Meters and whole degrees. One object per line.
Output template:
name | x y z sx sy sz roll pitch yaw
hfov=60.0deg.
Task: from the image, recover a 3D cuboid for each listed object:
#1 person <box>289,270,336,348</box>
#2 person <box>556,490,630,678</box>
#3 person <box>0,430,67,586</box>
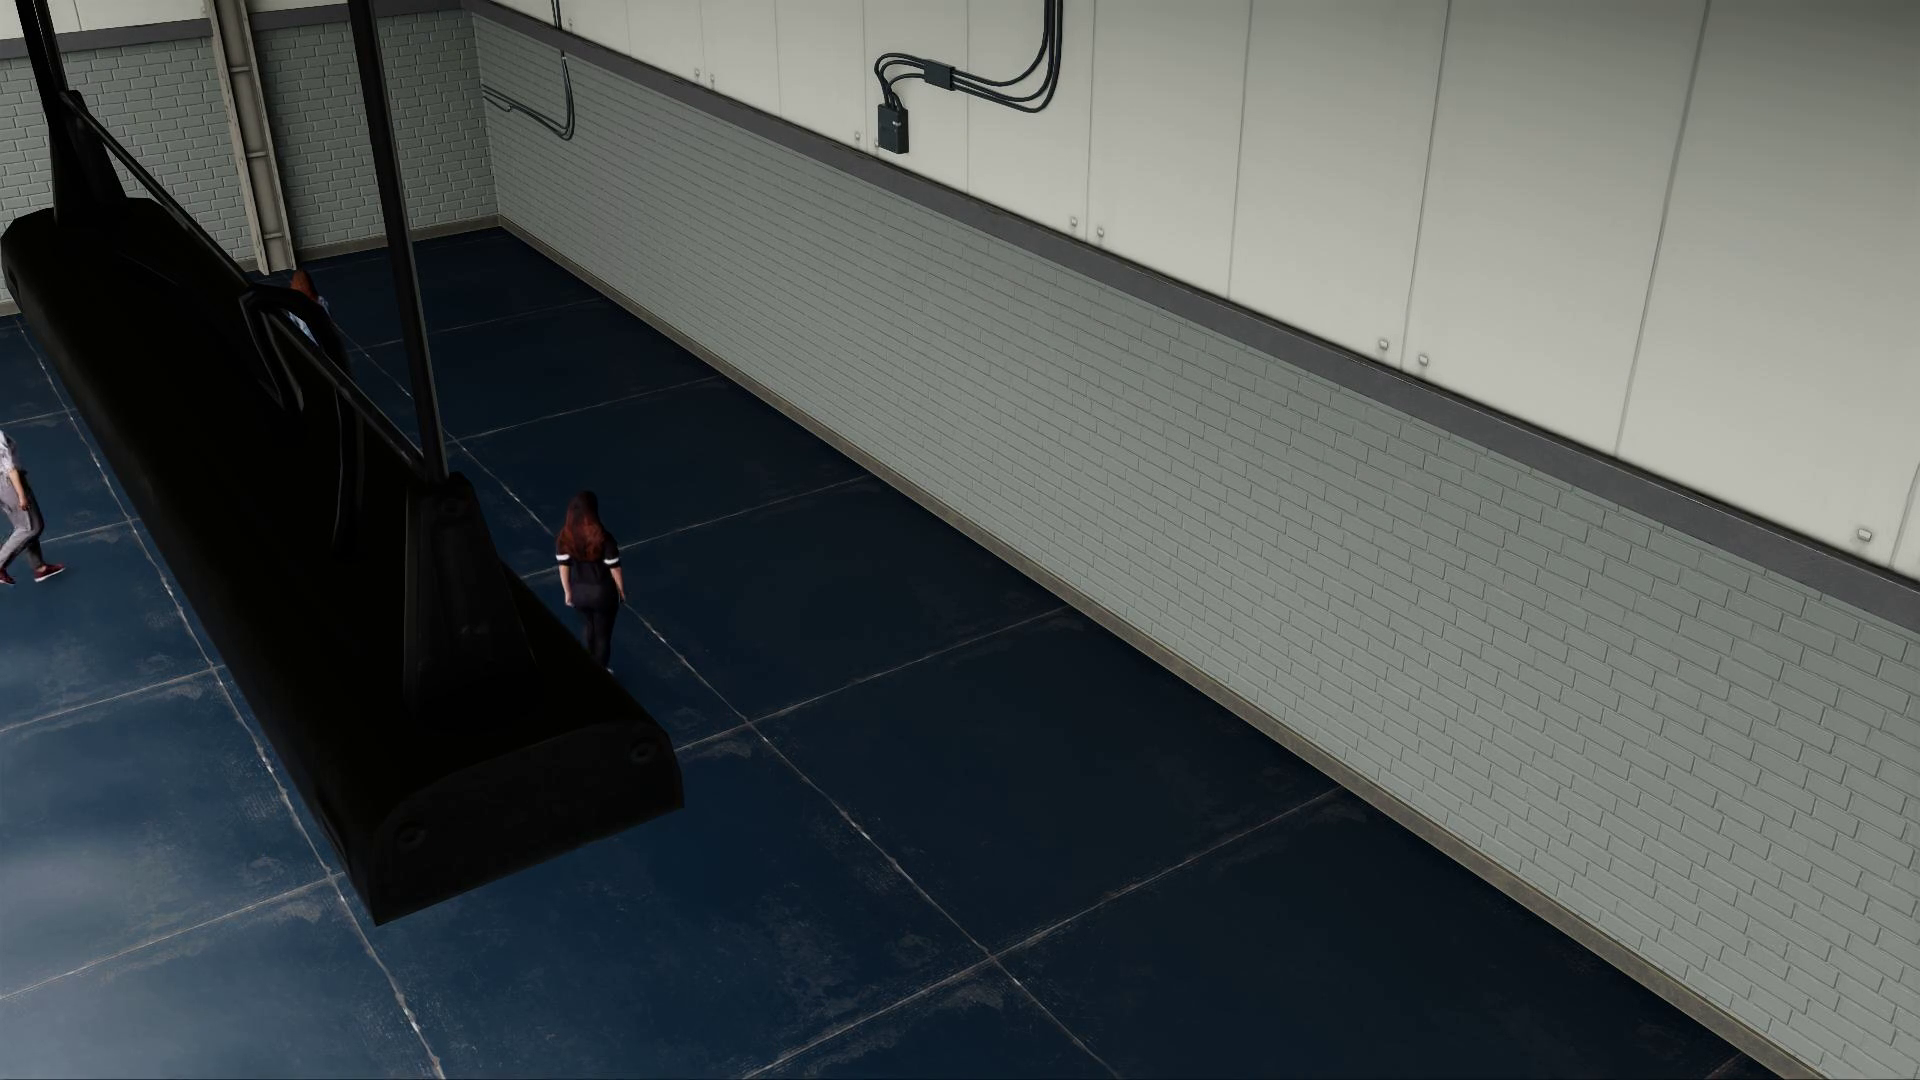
person | -6.481 -1.995 16.711 0.543 1.478 0.684 -7 29 -14
person | -2.669 0.421 12.014 0.764 1.628 0.823 6 29 11
person | -7.767 -0.383 13.424 0.755 1.721 0.941 20 34 32
